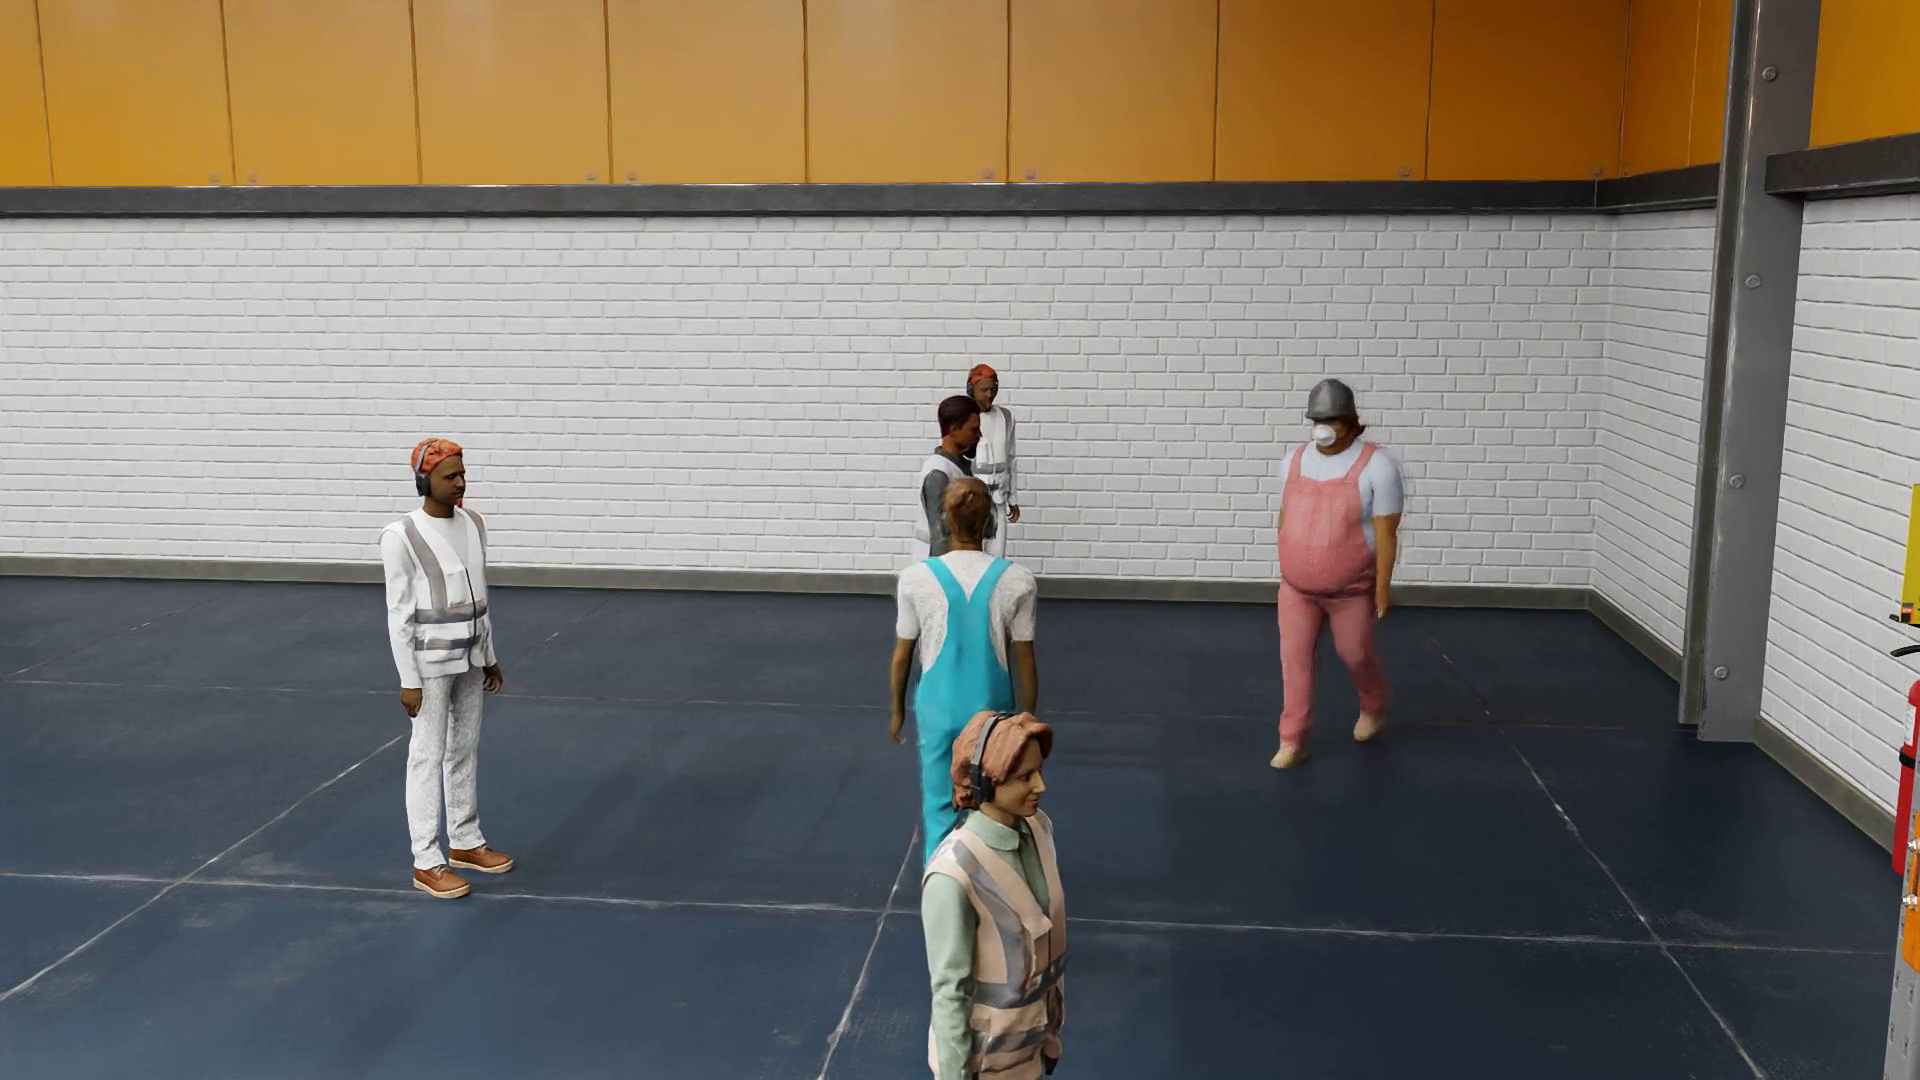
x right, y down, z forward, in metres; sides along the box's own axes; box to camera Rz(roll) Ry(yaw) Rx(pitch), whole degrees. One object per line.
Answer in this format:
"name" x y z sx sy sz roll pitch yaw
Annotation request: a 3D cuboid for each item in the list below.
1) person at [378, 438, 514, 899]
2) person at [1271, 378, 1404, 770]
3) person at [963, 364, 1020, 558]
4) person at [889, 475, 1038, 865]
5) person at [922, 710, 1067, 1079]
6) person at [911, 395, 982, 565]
"person" -2.123 0.518 6.900 0.355 1.882 0.576 4 11 21
"person" 1.960 0.129 8.674 0.684 2.000 0.914 7 12 35
"person" 0.151 -0.268 11.433 0.584 1.876 0.368 -6 12 -32
"person" 0.015 0.674 6.163 0.541 1.835 0.402 0 10 -3
"person" 0.081 1.183 3.788 0.306 1.640 0.522 5 11 26
"person" -0.048 0.200 8.639 0.404 1.913 0.597 2 10 11
